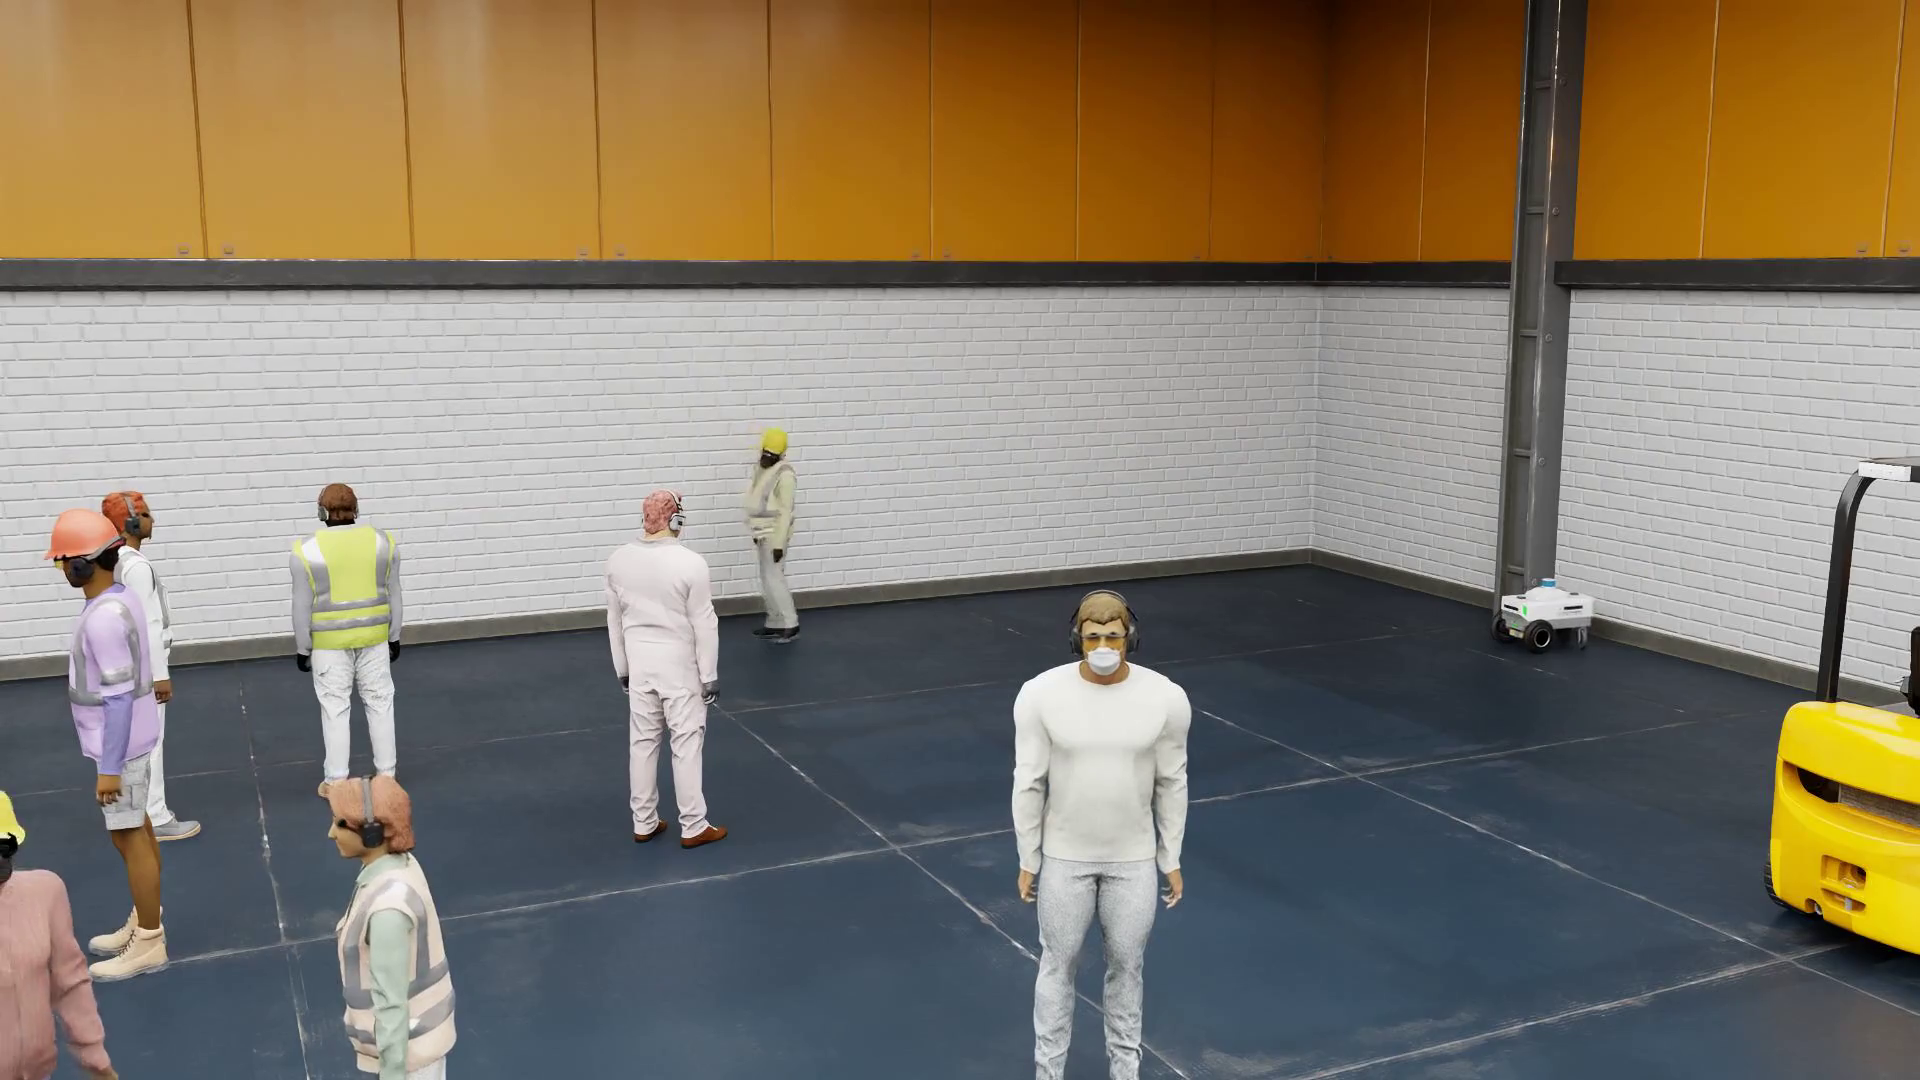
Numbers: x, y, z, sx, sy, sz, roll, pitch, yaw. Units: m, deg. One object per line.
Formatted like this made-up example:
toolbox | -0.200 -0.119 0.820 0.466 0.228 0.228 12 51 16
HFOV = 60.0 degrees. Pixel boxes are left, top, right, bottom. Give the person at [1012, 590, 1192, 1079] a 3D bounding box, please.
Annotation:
person | 0.498 1.126 5.898 0.629 1.940 0.378 0 9 0

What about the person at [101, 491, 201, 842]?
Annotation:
person | -4.376 0.673 8.878 0.575 1.885 0.355 8 12 41

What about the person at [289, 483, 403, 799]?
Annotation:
person | -3.527 0.582 9.586 0.624 1.840 0.429 -6 11 -35

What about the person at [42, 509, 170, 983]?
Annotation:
person | -3.658 0.875 7.152 0.395 2.039 0.606 -4 10 -21

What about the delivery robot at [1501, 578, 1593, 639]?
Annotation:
delivery robot | 4.745 0.553 13.443 0.707 0.478 0.477 -3 10 -19

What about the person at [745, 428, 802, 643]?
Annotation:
person | -1.547 -0.042 13.681 0.419 1.783 0.635 -4 10 -24

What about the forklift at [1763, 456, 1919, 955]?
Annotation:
forklift | 4.857 0.731 7.561 2.313 2.155 1.214 -4 10 -25

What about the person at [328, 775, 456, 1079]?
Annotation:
person | -1.608 1.464 4.771 0.321 1.631 0.514 -3 10 -18

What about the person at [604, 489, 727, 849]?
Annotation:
person | -1.539 0.678 8.792 0.639 1.904 0.407 4 10 23

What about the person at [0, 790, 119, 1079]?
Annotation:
person | -2.666 1.459 4.527 0.933 1.717 0.521 3 10 17
